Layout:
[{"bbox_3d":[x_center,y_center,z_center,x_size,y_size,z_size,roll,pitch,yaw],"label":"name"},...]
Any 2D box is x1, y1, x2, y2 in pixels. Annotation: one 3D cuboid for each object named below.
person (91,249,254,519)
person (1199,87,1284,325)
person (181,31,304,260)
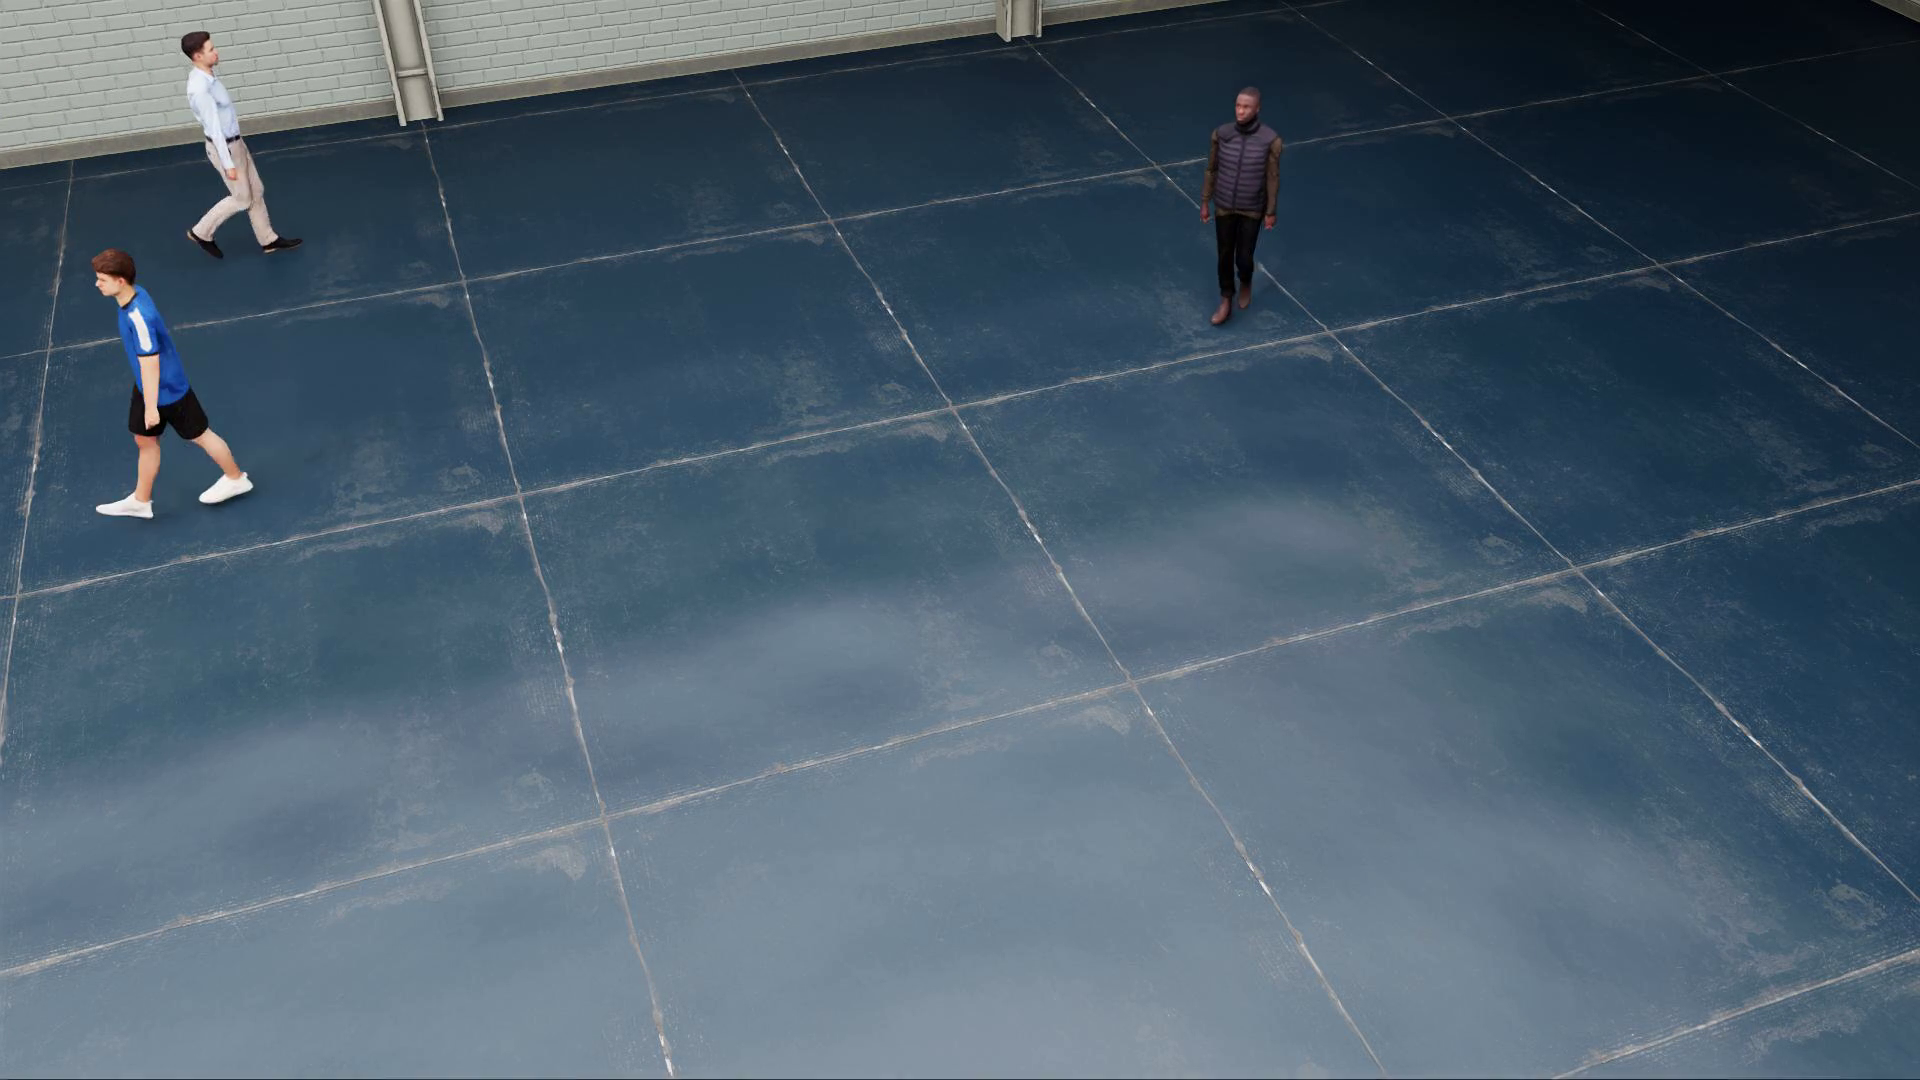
[{"bbox_3d":[-4.801,-0.968,10.216,1.234,1.827,0.958,-28,46,-31],"label":"person"},{"bbox_3d":[2.066,-2.438,12.097,0.884,1.824,0.939,18,42,22],"label":"person"},{"bbox_3d":[-5.719,-2.991,12.808,1.026,1.820,0.649,-12,40,-15],"label":"person"}]
